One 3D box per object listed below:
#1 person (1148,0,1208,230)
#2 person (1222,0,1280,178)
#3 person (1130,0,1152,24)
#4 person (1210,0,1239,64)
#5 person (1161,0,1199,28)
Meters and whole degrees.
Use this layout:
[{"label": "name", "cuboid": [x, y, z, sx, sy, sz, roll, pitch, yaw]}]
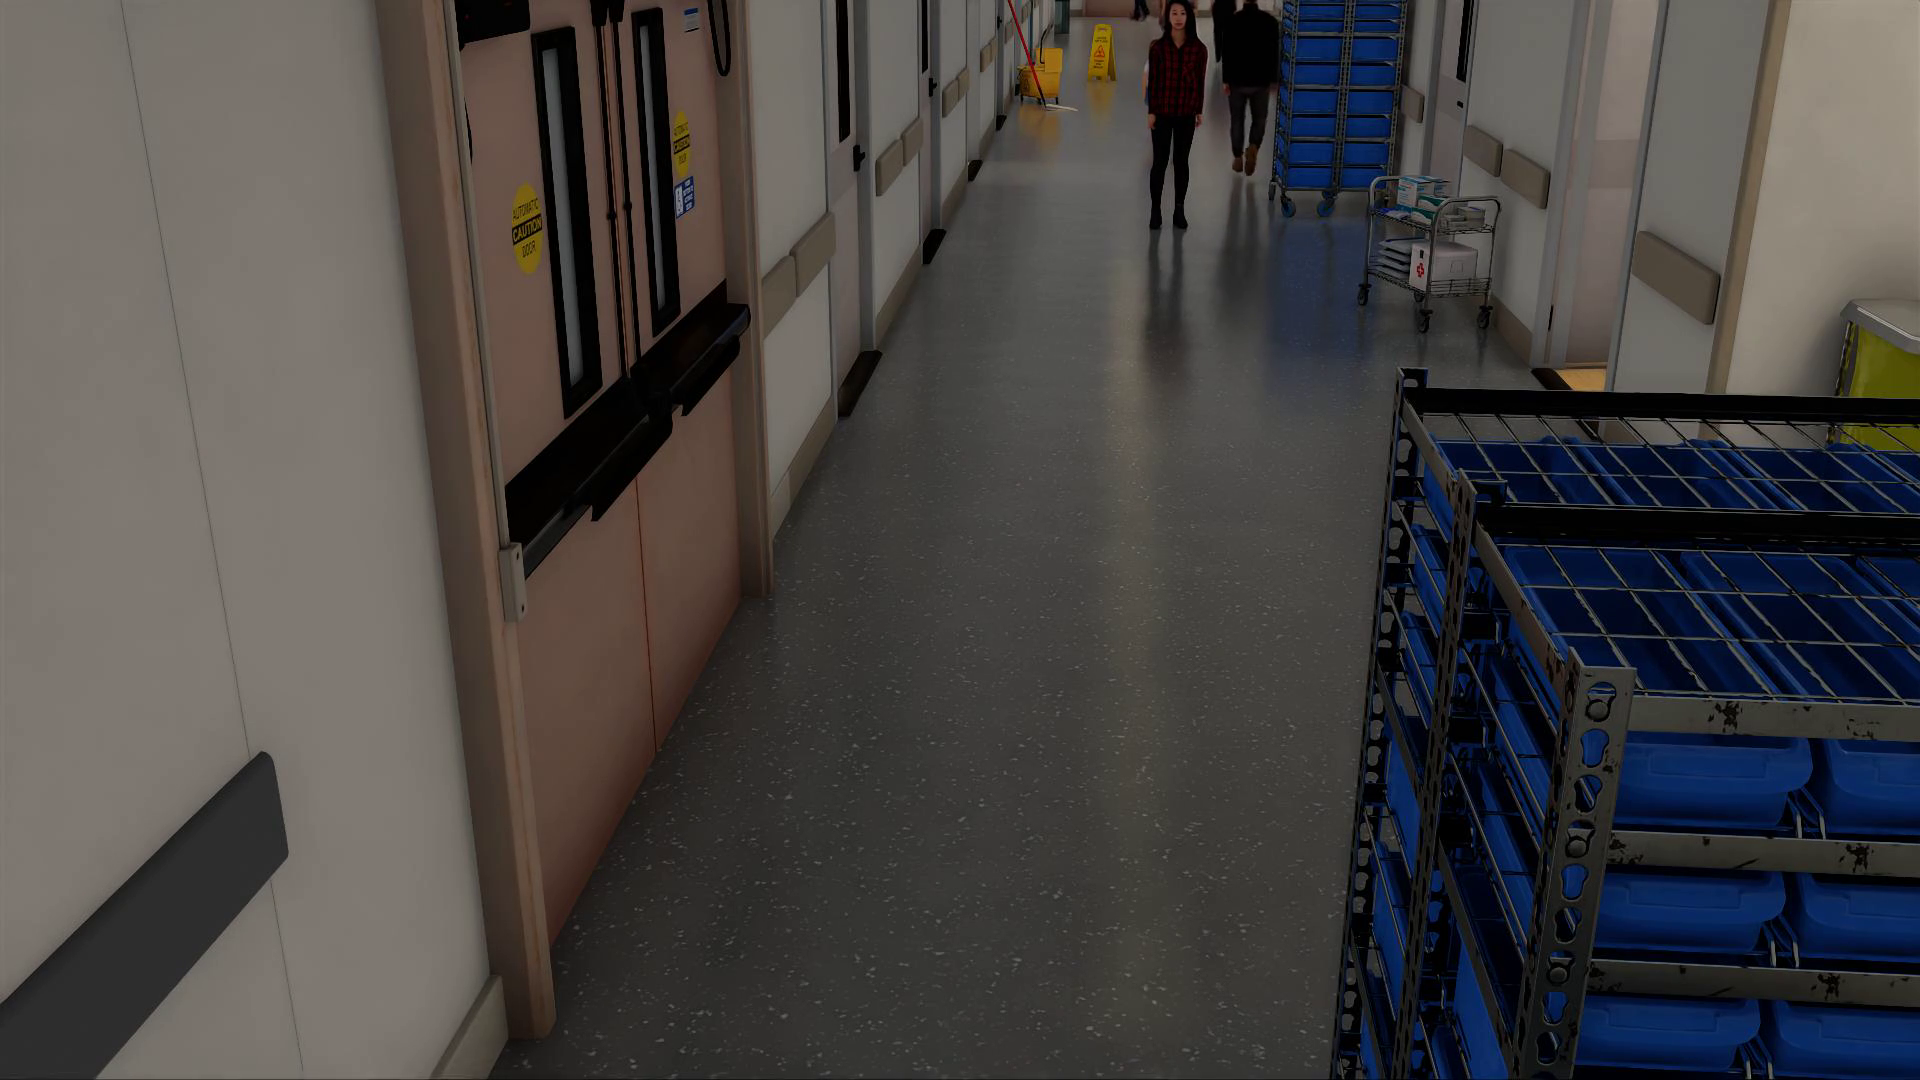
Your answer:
[{"label": "person", "cuboid": [1.584, -3.163, 12.350, 0.612, 1.658, 0.550, -1, 21, -3]}, {"label": "person", "cuboid": [2.576, -4.085, 14.716, 0.697, 1.707, 0.988, 3, 21, 9]}, {"label": "person", "cuboid": [3.797, -11.694, 34.646, 1.096, 1.780, 1.227, -12, 24, -29]}, {"label": "person", "cuboid": [4.040, -8.085, 25.397, 0.586, 1.622, 1.072, 1, 21, 4]}, {"label": "person", "cuboid": [3.113, -7.556, 23.602, 0.666, 1.903, 0.543, 2, 21, 5]}]
